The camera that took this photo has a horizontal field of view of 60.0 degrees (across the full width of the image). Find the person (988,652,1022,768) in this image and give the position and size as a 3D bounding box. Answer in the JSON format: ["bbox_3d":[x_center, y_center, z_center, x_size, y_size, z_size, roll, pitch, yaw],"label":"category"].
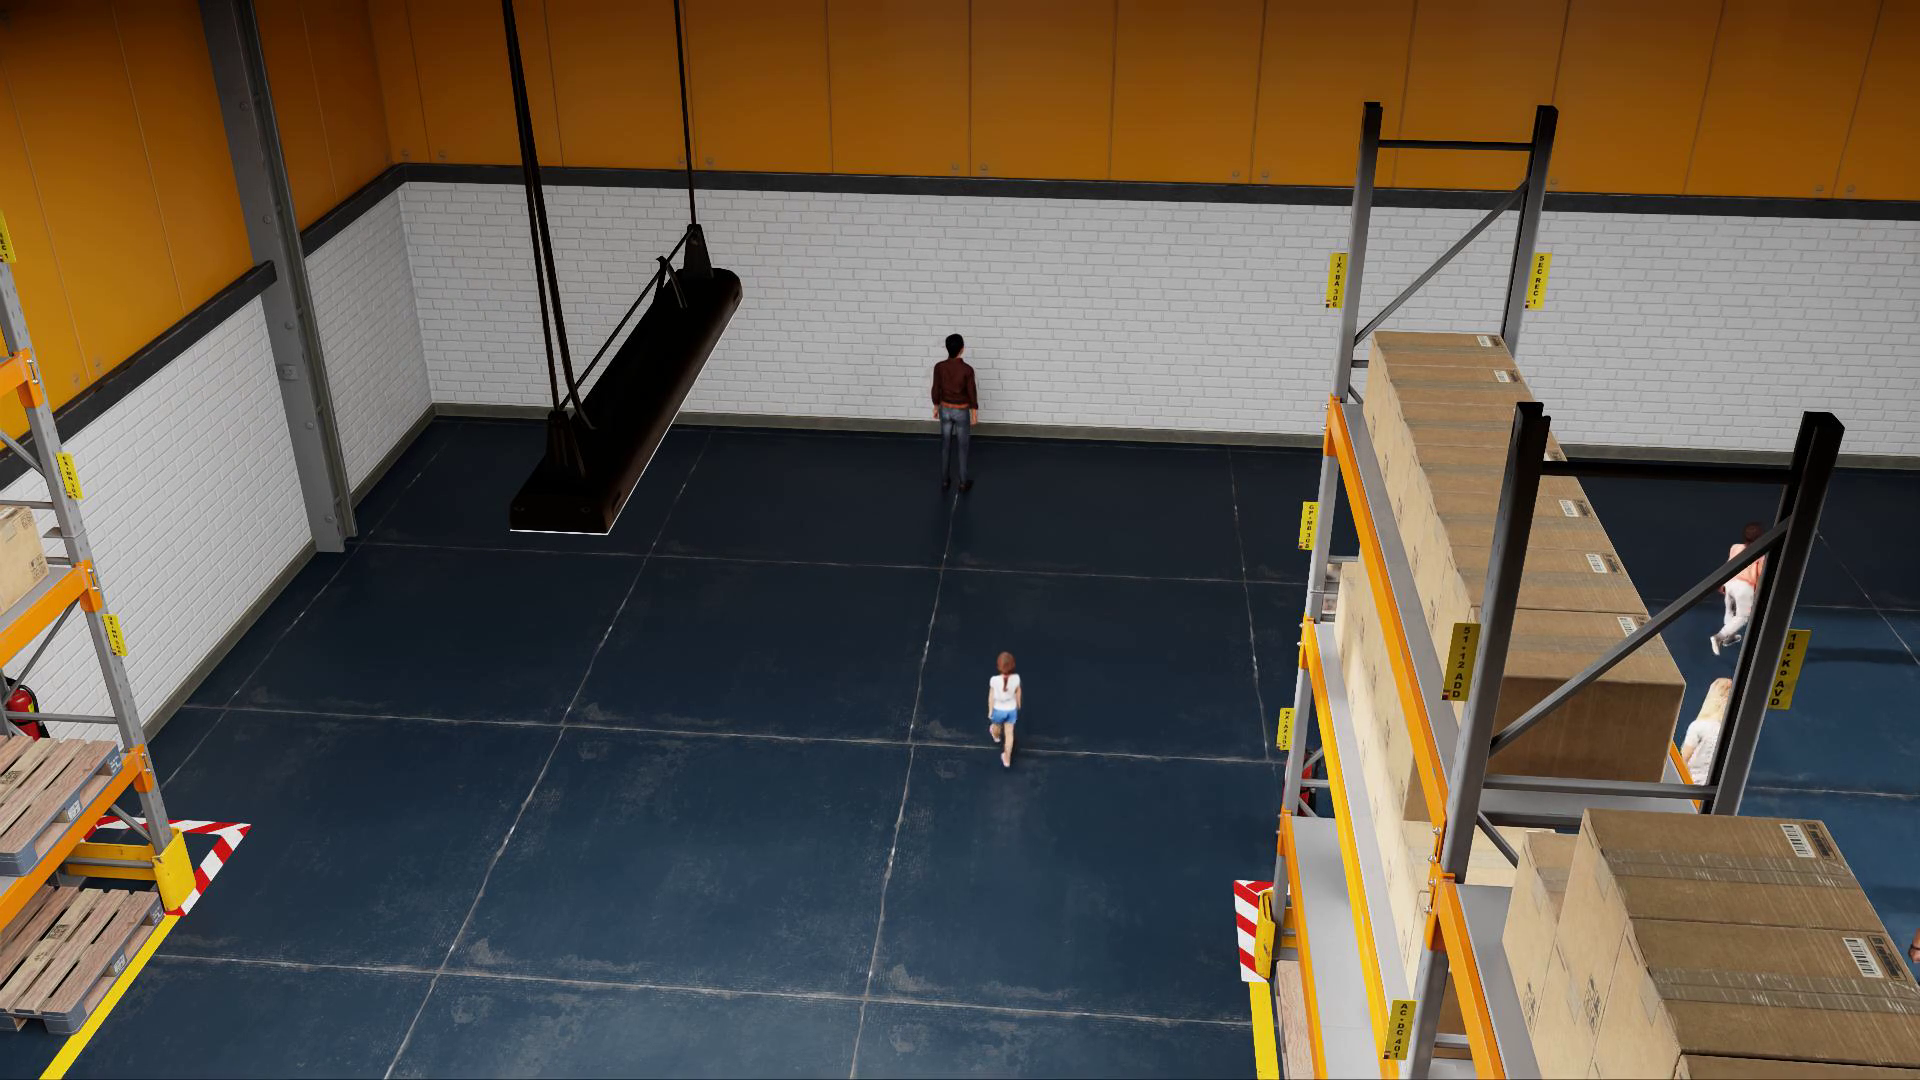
[{"bbox_3d":[0.370,1.392,13.560,0.540,0.993,0.759,-4,29,-7],"label":"person"}]

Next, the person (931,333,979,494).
[{"bbox_3d":[-0.061,-1.357,17.779,0.694,1.779,0.587,9,30,15],"label":"person"}]

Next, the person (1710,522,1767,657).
[{"bbox_3d":[7.007,0.448,14.971,0.815,1.298,0.796,-18,33,-29],"label":"person"}]
